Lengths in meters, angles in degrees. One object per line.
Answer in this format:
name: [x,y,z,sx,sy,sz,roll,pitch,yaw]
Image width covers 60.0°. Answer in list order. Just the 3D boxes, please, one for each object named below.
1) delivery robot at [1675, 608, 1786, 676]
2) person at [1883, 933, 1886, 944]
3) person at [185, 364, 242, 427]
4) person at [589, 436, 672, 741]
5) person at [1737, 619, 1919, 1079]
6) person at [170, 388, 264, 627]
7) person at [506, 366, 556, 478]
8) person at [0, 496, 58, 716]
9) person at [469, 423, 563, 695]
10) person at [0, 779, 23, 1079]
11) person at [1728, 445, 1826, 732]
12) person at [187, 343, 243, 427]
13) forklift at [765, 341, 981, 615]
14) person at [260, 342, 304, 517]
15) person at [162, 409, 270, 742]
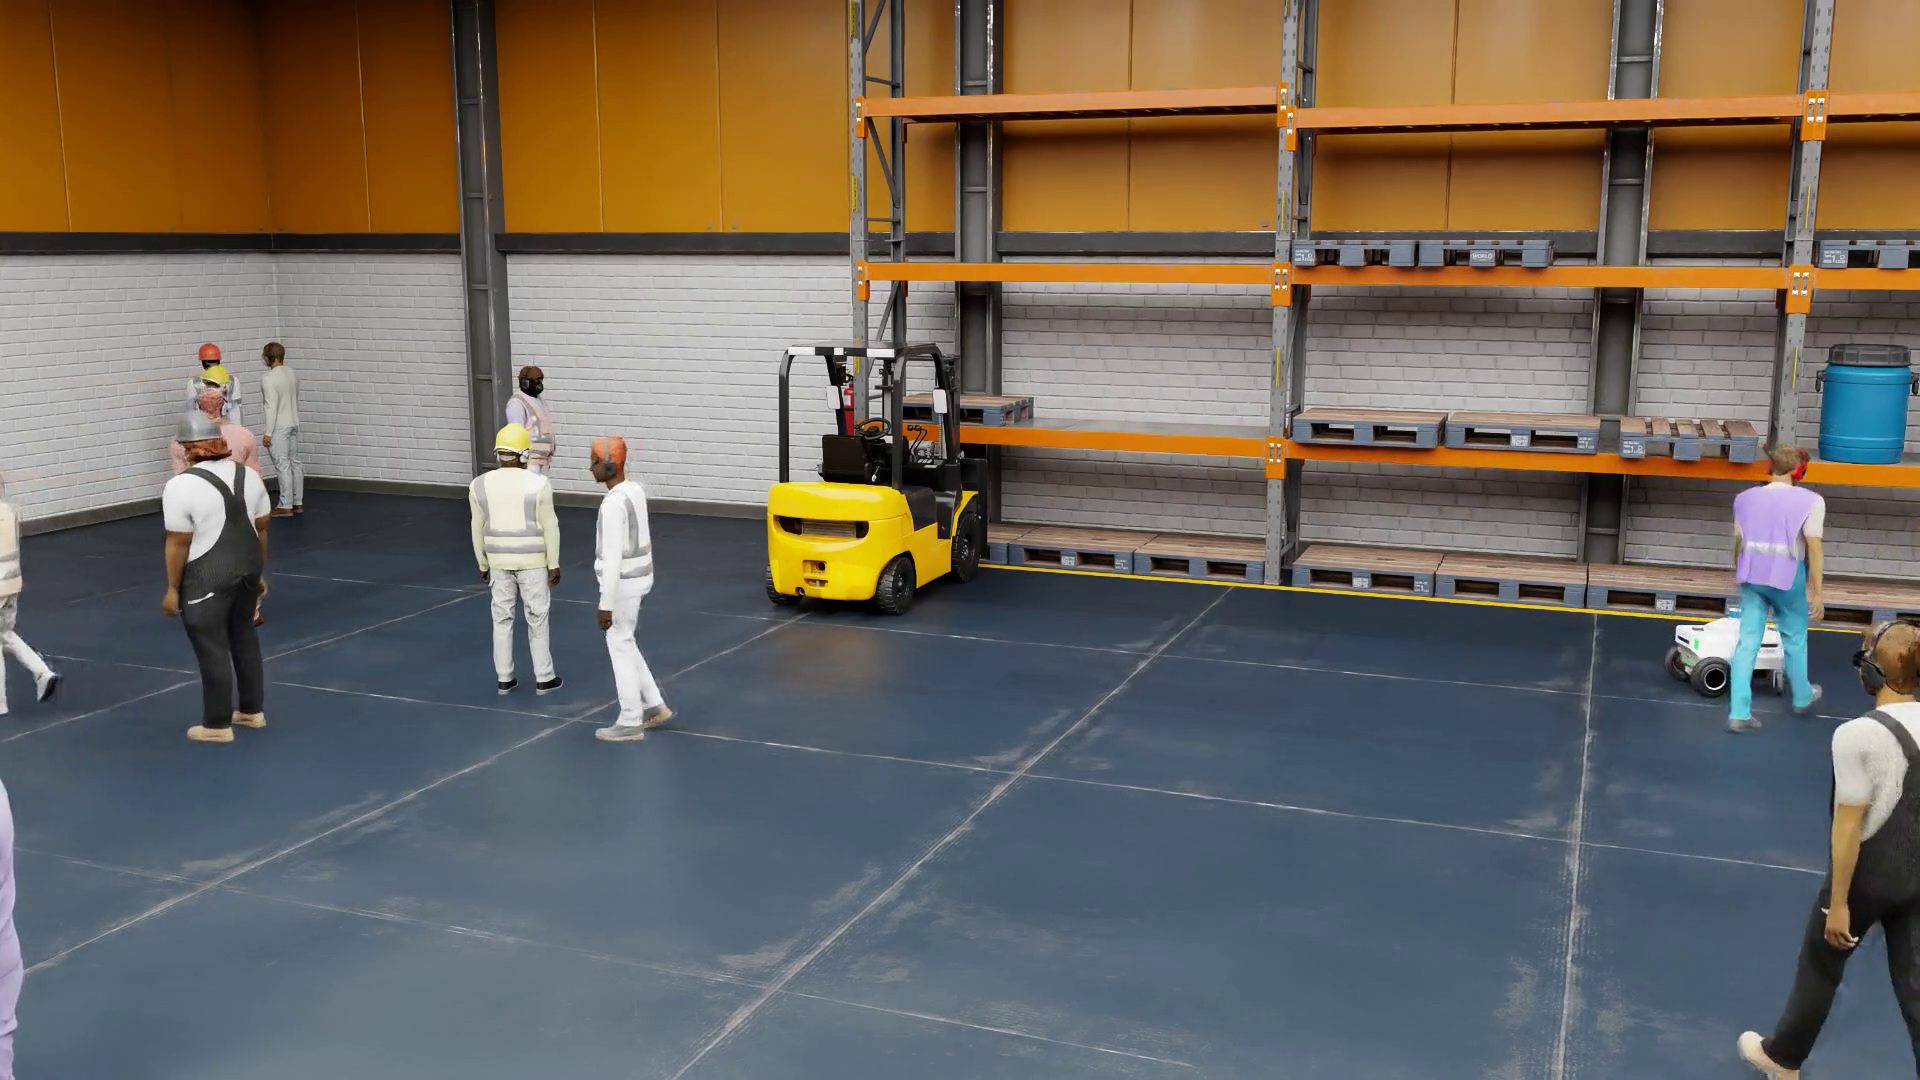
delivery robot: [5.249,0.705,11.270,0.707,0.478,0.477,0,10,-1]
person: [4.429,0.874,6.874,0.979,1.888,0.644,7,12,34]
person: [-7.430,-0.843,16.633,0.604,1.816,0.651,2,10,9]
person: [-2.042,0.301,10.118,0.410,1.872,0.620,1,10,3]
person: [3.116,1.150,5.612,0.531,1.796,0.986,-2,10,-13]
person: [-5.773,-0.231,12.983,0.641,1.909,0.409,-4,11,-23]
person: [-4.152,-0.774,16.190,0.429,1.840,0.633,2,10,9]
person: [-6.133,0.332,10.601,0.437,1.625,0.529,1,10,4]
person: [-2.957,0.133,11.155,0.588,1.835,0.403,1,10,5]
person: [-2.843,1.267,4.664,0.403,1.899,0.645,-6,12,-32]
person: [5.140,0.295,10.417,0.886,1.786,0.636,-9,13,-40]
person: [-8.112,-1.177,18.155,0.544,1.942,0.347,-7,12,-34]
forklift: [-0.739,-0.602,14.246,1.214,2.155,2.313,4,11,21]
person: [-7.531,-1.226,18.435,0.372,1.940,0.632,1,10,5]
person: [-4.591,0.204,10.181,0.536,2.000,0.687,4,11,22]
